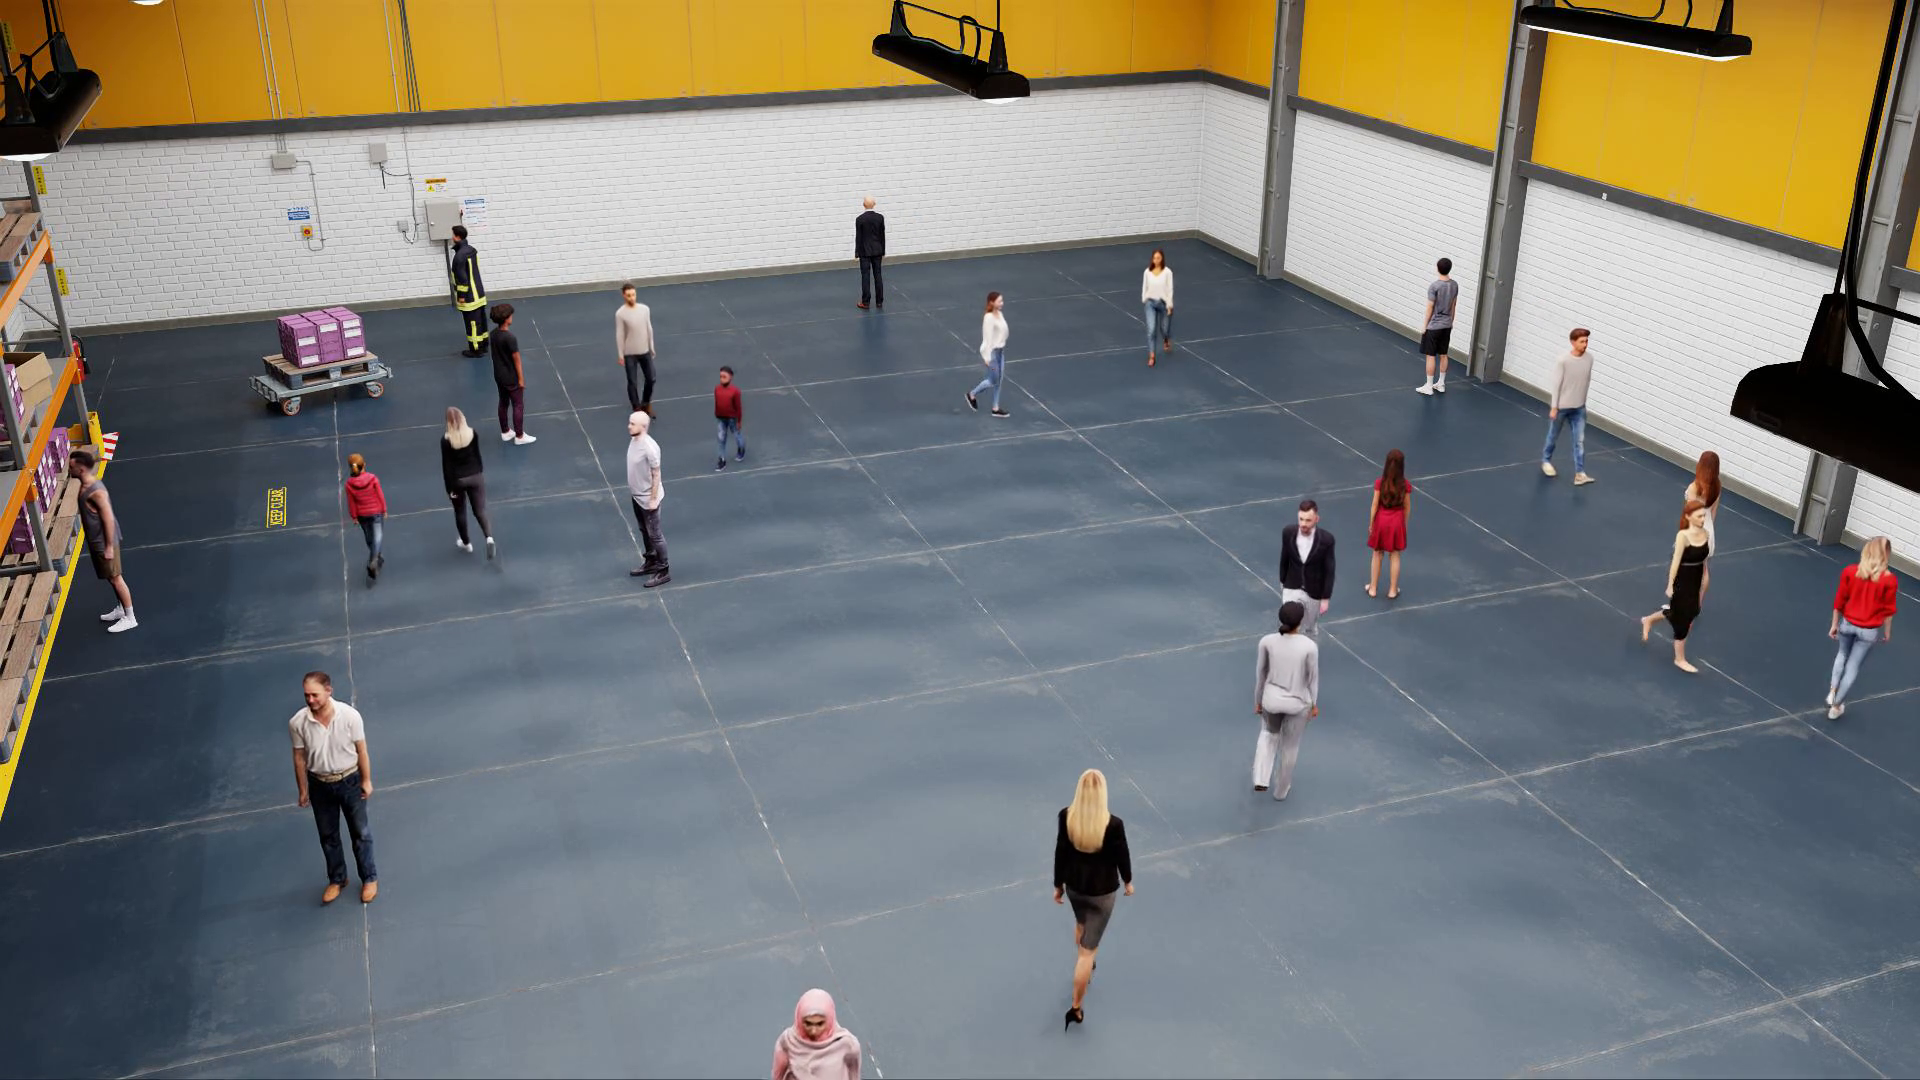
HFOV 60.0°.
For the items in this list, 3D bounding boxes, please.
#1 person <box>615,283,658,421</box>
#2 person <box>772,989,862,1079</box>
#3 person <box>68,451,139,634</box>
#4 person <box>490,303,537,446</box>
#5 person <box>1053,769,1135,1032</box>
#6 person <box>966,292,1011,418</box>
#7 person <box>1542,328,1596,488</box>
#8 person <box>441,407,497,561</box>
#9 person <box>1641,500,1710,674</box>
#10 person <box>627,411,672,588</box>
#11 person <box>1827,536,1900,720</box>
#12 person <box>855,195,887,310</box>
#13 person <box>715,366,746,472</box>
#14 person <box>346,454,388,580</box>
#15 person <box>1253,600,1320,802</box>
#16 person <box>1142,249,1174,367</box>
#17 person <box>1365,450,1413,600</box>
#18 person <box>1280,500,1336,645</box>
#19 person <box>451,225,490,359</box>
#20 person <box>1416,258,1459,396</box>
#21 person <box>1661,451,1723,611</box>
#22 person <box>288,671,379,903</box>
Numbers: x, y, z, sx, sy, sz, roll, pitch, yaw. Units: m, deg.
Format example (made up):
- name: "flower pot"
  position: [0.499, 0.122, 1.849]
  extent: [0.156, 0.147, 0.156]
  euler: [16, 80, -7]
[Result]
- name: "person"
  position: [-4.217, -2.439, 21.495]
  extent: [0.742, 1.856, 0.661]
  euler: [-15, 28, -30]
- name: "person"
  position: [-0.776, 3.117, 8.876]
  extent: [0.861, 1.783, 1.152]
  euler: [-1, 24, -3]
- name: "person"
  position: [-8.239, -0.010, 15.993]
  extent: [0.757, 1.841, 0.574]
  euler: [-15, 28, -31]
- name: "person"
  position: [-5.652, -2.088, 20.786]
  extent: [0.672, 1.781, 0.775]
  euler: [16, 28, 33]
- name: "person"
  position: [0.801, 2.343, 10.612]
  extent: [0.972, 1.812, 1.050]
  euler: [10, 25, 21]
- name: "person"
  position: [0.369, -2.407, 21.643]
  extent: [0.938, 1.679, 0.888]
  euler: [9, 25, 19]
- name: "person"
  position: [7.103, -1.597, 19.562]
  extent: [0.845, 1.861, 1.217]
  euler: [-4, 24, -9]
- name: "person"
  position: [-5.150, -0.567, 17.450]
  extent: [0.785, 1.665, 1.098]
  euler: [-16, 28, -33]
- name: "person"
  position: [6.632, 0.380, 15.364]
  extent: [0.645, 1.602, 0.995]
  euler: [-12, 26, -25]
- name: "person"
  position: [-3.187, -0.444, 16.961]
  extent: [0.776, 1.832, 0.584]
  euler: [-14, 27, -29]
- name: "person"
  position: [7.719, 0.789, 14.318]
  extent: [0.690, 1.690, 0.790]
  euler: [22, 32, 40]
- name: "person"
  position: [-1.424, -4.587, 26.478]
  extent: [0.685, 1.800, 0.594]
  euler: [-10, 26, -22]
- name: "person"
  position: [-2.775, -1.504, 20.140]
  extent: [0.807, 1.228, 0.936]
  euler: [7, 24, 15]
- name: "person"
  position: [-6.102, -0.232, 17.151]
  extent: [0.638, 1.291, 0.906]
  euler: [-2, 24, -4]
- name: "person"
  position: [2.540, 1.309, 13.088]
  extent: [0.823, 1.722, 0.883]
  euler: [12, 26, 25]
- name: "person"
  position: [2.868, -3.359, 23.839]
  extent: [0.942, 1.664, 1.022]
  euler: [9, 25, 20]
- name: "person"
  position: [4.299, -0.165, 16.671]
  extent: [0.666, 1.553, 0.725]
  euler: [4, 24, 9]
- name: "person"
  position: [3.133, 0.445, 14.978]
  extent: [1.166, 1.791, 1.222]
  euler: [9, 25, 19]
- name: "person"
  position: [-7.101, -3.618, 24.104]
  extent: [0.945, 1.927, 0.806]
  euler: [3, 24, 6]
- name: "person"
  position: [6.491, -2.903, 22.535]
  extent: [0.660, 1.873, 0.548]
  euler: [-10, 26, -22]
- name: "person"
  position: [7.195, -0.061, 16.235]
  extent: [0.555, 1.712, 0.530]
  euler: [-7, 25, -16]
- name: "person"
  position: [-4.467, 1.740, 11.939]
  extent: [0.721, 1.852, 0.665]
  euler: [-3, 24, -6]
